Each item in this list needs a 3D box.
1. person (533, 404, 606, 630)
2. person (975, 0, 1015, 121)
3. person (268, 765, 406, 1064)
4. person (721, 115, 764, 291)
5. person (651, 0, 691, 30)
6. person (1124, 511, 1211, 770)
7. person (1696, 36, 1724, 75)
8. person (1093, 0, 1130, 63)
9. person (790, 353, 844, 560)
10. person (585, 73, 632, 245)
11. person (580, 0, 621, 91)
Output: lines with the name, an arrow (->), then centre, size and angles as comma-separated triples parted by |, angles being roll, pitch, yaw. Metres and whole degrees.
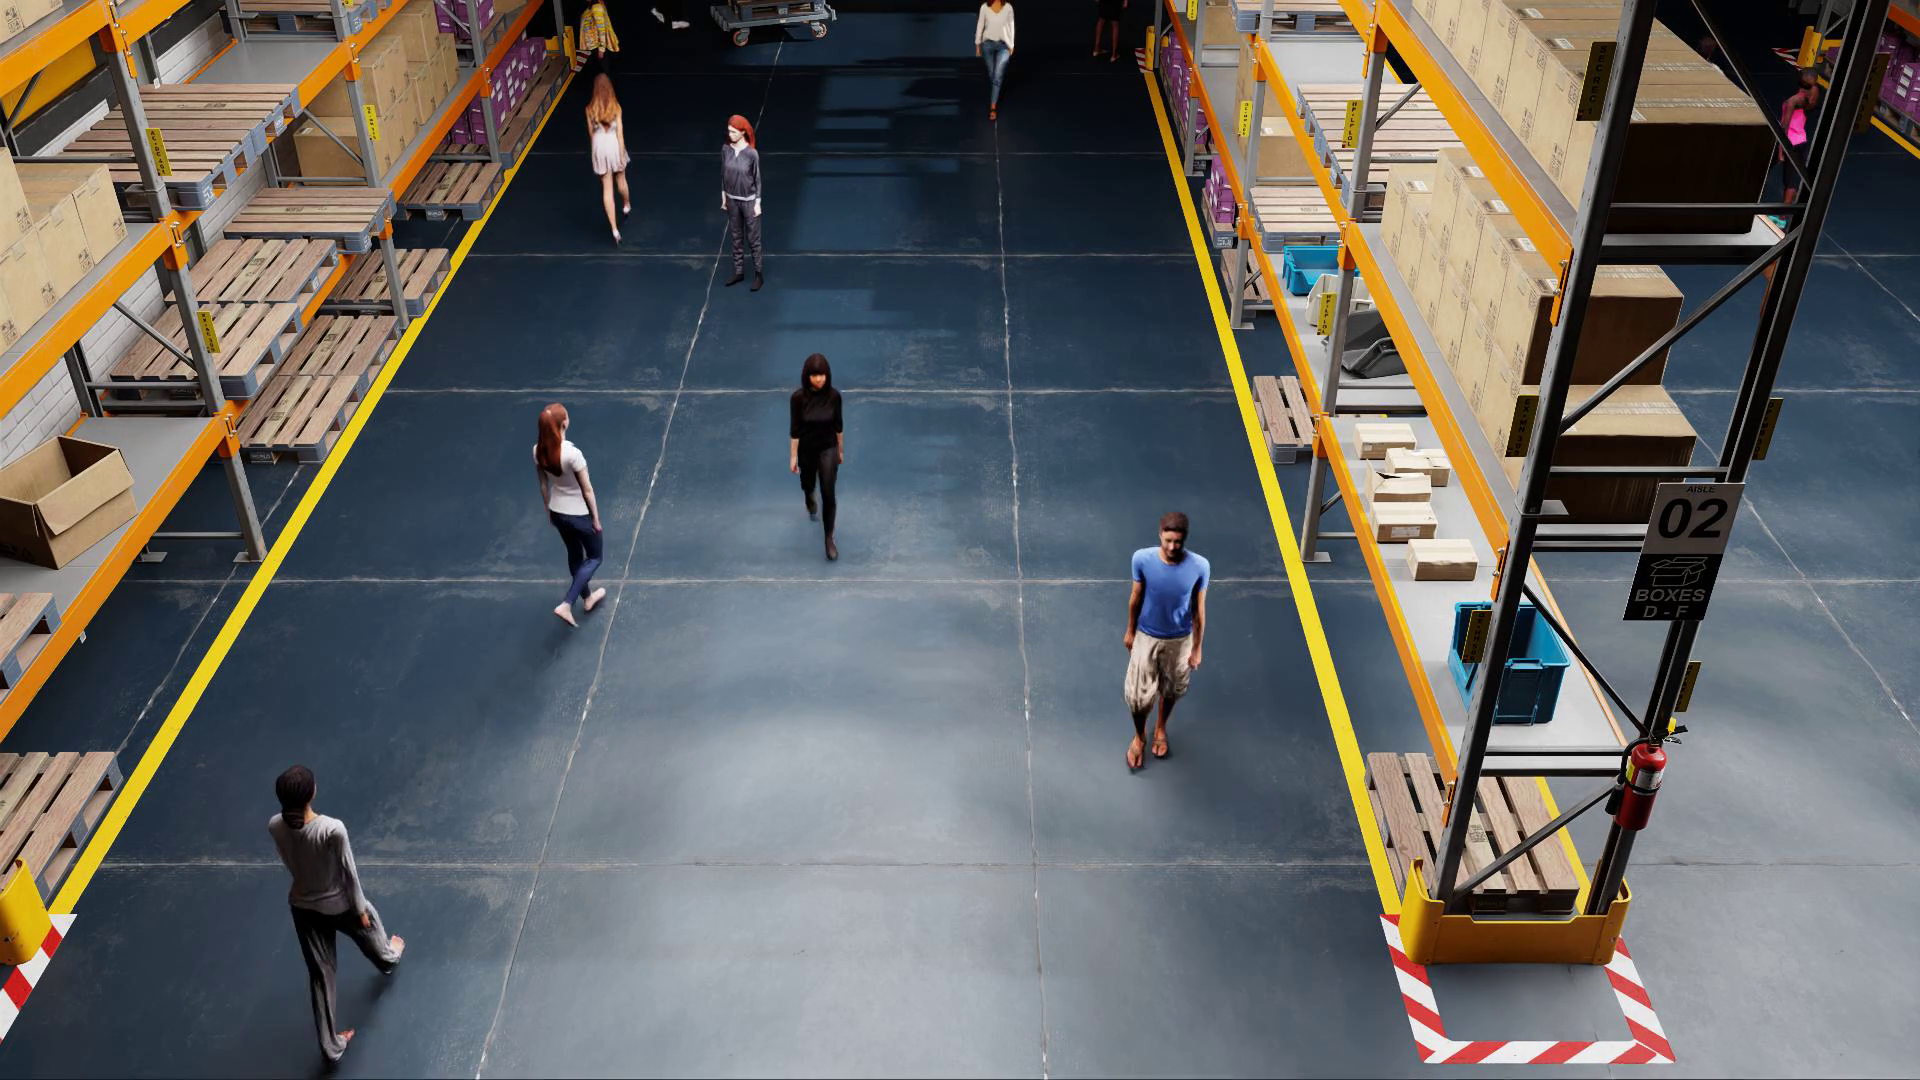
person -> -2.761, -0.133, 11.687 | 0.785, 1.727, 0.976 | 13, 36, 19
person -> 0.460, -6.188, 20.885 | 0.751, 1.629, 1.149 | 6, 34, 9
person -> -3.295, 1.945, 8.563 | 0.693, 1.724, 1.115 | 4, 34, 6
person -> -2.155, -3.356, 16.486 | 0.651, 1.782, 0.636 | 14, 36, 20
person -> -4.224, -8.182, 23.841 | 0.867, 1.676, 0.817 | -14, 36, -20
person -> 1.293, 0.549, 10.548 | 0.684, 1.851, 0.718 | 4, 34, 6
person -> 8.042, -4.590, 18.297 | 0.719, 1.832, 0.688 | -7, 34, -10
person -> 2.051, -7.354, 22.559 | 0.739, 1.718, 0.796 | 24, 40, 31
person -> -1.103, -0.709, 12.650 | 0.644, 1.619, 1.029 | -4, 34, -6
person -> -3.684, -3.954, 17.436 | 0.641, 1.726, 1.128 | -3, 34, -5
person -> -4.515, -6.207, 20.889 | 0.865, 1.655, 0.785 | -10, 35, -14
